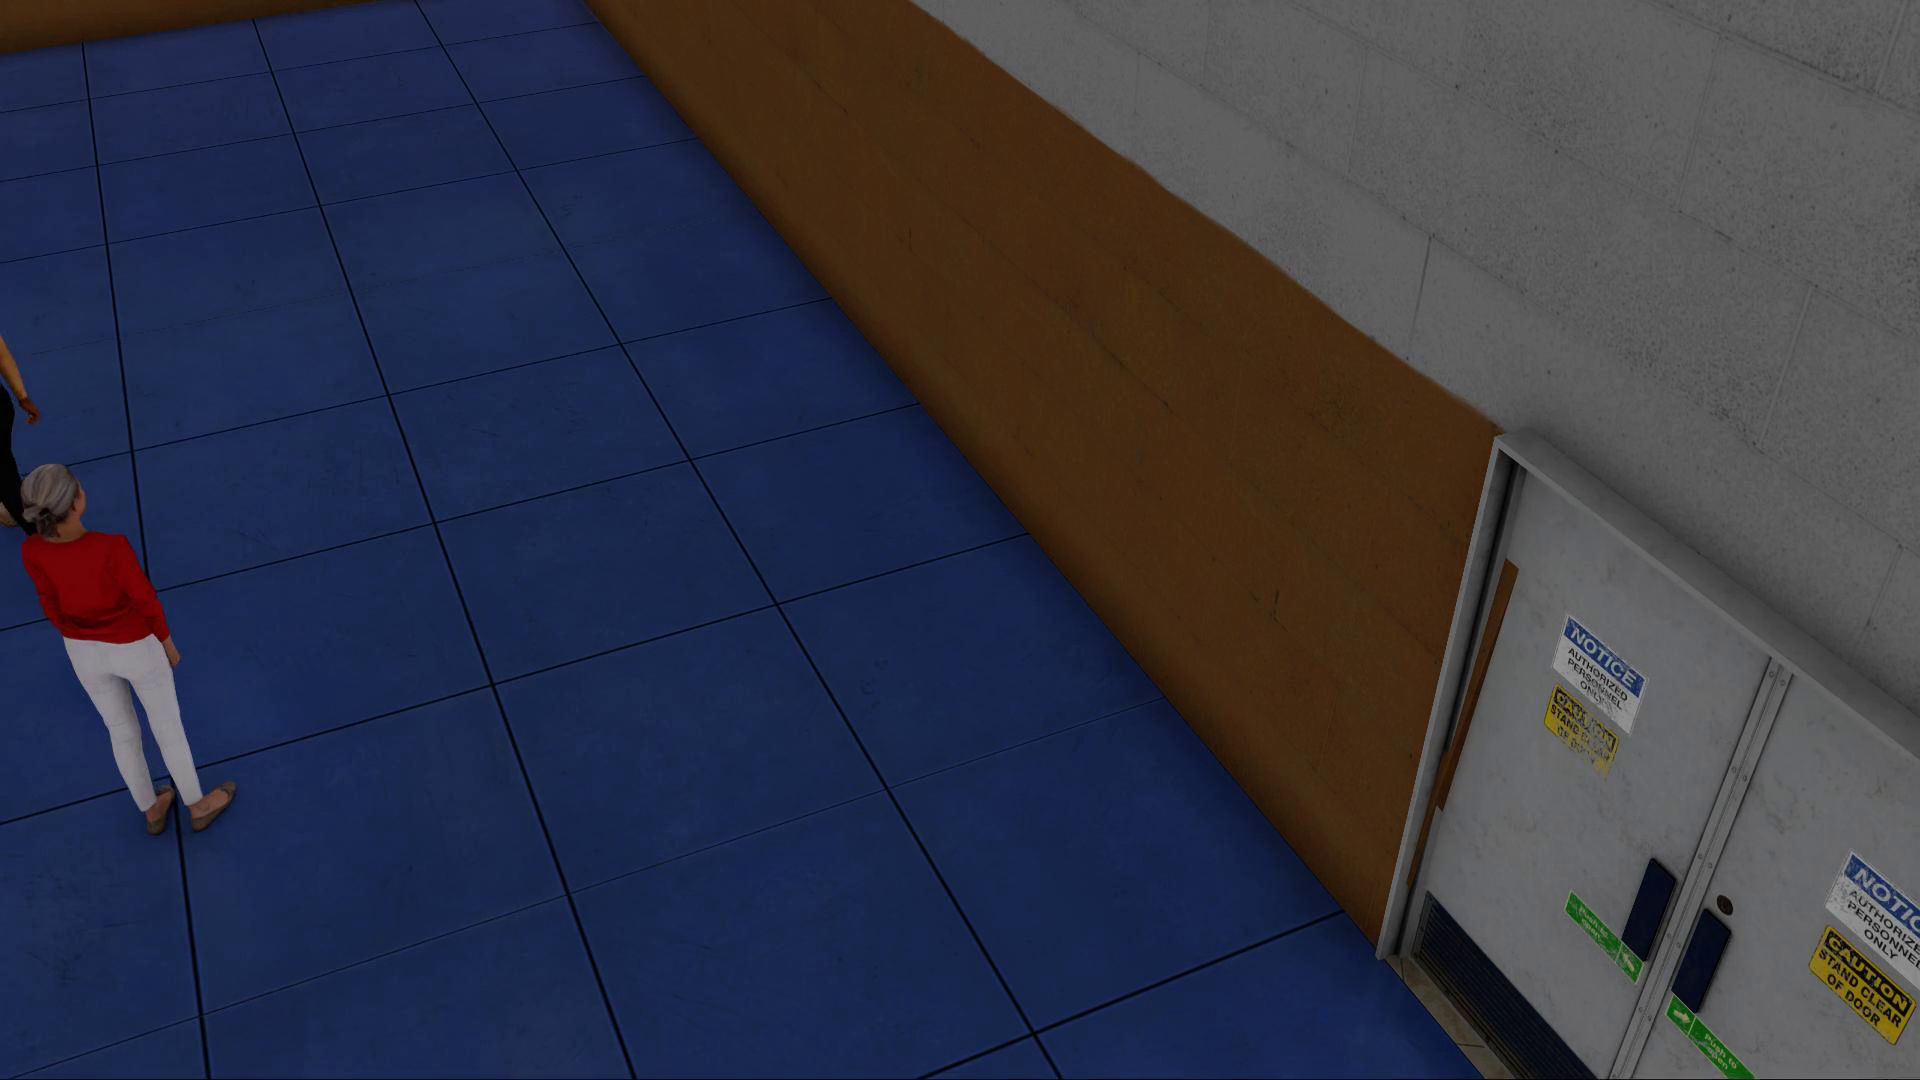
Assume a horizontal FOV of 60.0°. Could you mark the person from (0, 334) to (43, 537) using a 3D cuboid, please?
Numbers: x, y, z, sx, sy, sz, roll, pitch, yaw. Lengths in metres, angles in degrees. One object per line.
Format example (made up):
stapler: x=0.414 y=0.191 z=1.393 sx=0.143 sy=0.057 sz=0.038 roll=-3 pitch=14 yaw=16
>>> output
person: x=-4.442 y=-0.539 z=7.594 sx=1.049 sy=1.615 sz=1.153 roll=23 pitch=42 yaw=27

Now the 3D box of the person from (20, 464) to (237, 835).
person: x=-3.156 y=0.430 z=6.236 sx=0.578 sy=1.695 sz=0.687 roll=-1 pitch=37 yaw=-2
